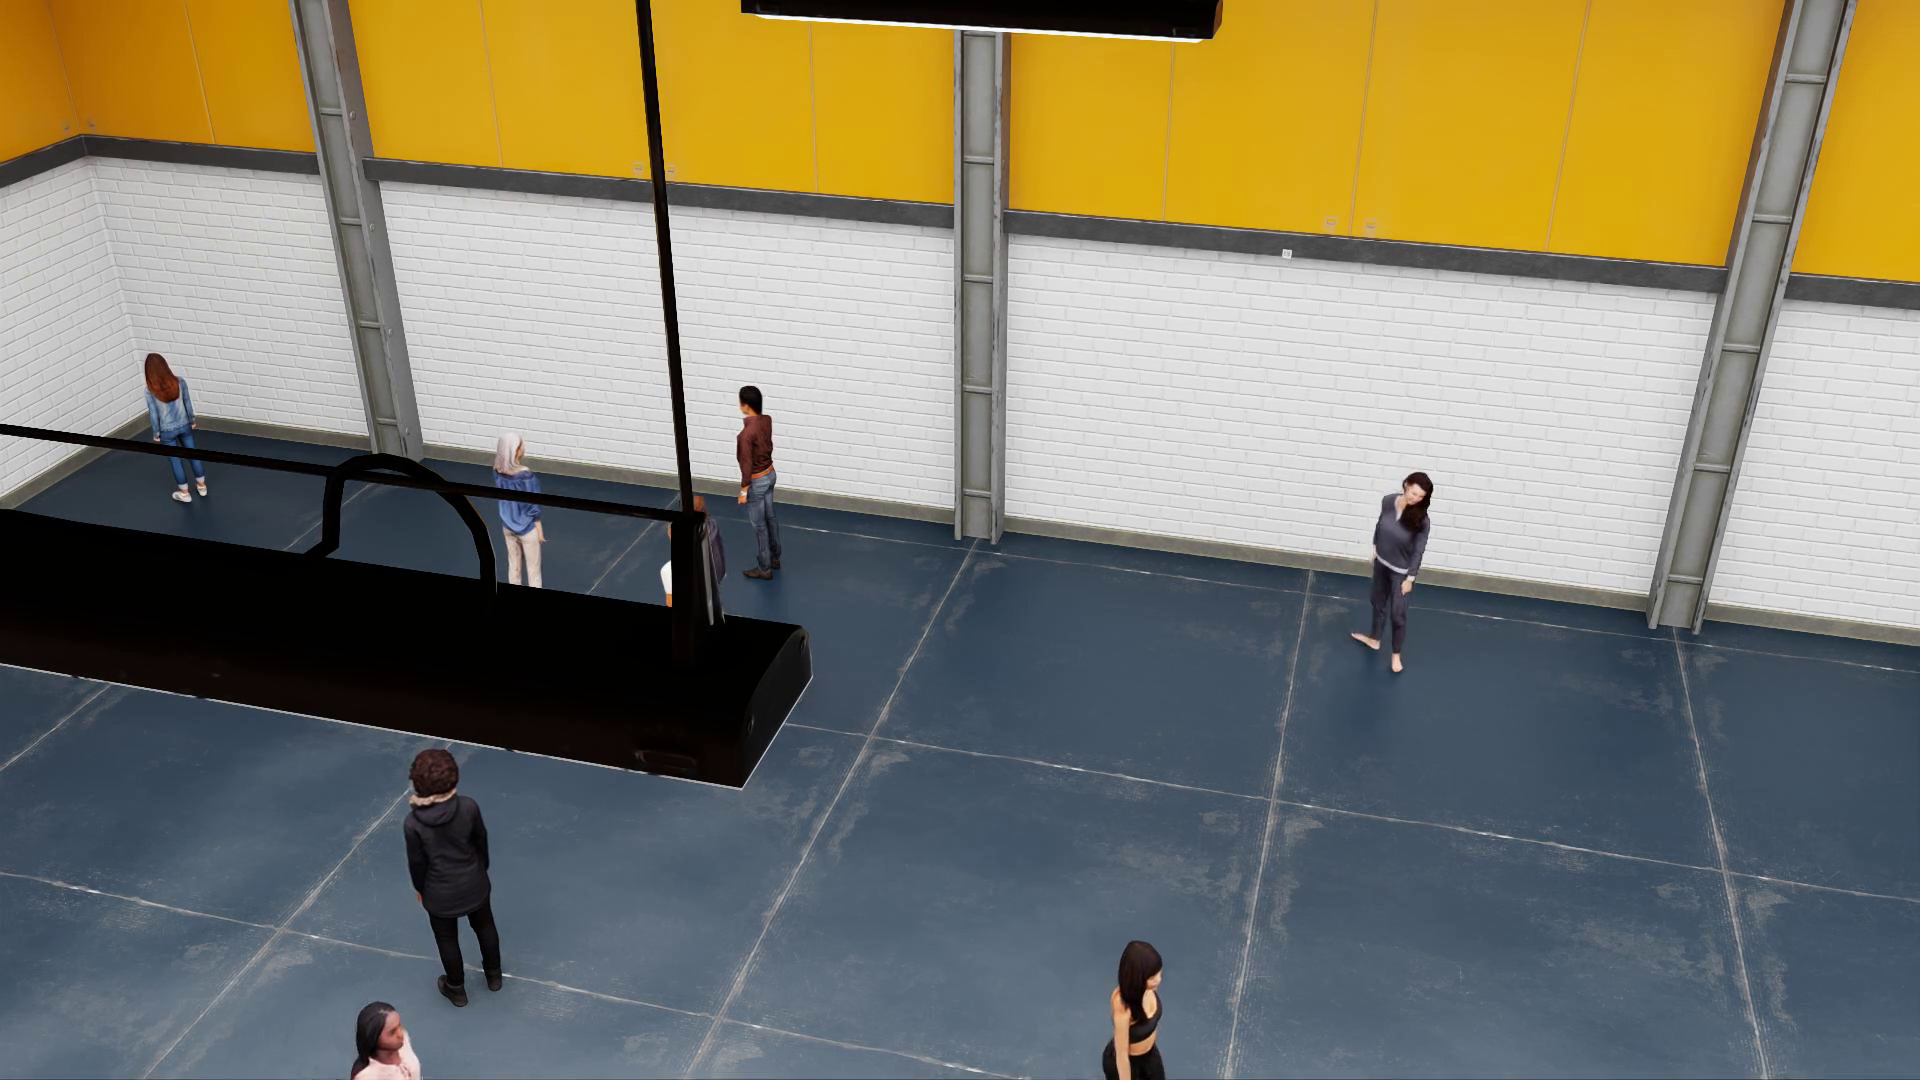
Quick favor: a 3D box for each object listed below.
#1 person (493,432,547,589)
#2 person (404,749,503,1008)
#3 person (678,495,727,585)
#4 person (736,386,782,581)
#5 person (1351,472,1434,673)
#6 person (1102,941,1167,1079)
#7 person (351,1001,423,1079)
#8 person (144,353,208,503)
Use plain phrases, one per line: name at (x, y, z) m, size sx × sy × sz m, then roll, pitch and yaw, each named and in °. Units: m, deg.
person at (-3.598, -0.104, 13.639) m, size 0.611 × 1.697 × 0.744 m, roll 18°, pitch 33°, yaw 29°
person at (-2.955, 1.977, 9.723) m, size 0.736 × 1.781 × 0.792 m, roll -17°, pitch 33°, yaw -28°
person at (-1.987, 0.311, 13.135) m, size 0.666 × 1.440 × 0.638 m, roll 23°, pitch 36°, yaw 36°
person at (-1.716, -0.498, 14.266) m, size 0.556 × 1.777 × 0.671 m, roll 11°, pitch 31°, yaw 20°
person at (3.399, 0.173, 13.068) m, size 0.885 × 1.746 × 0.782 m, roll -12°, pitch 31°, yaw -21°
person at (0.816, 2.669, 8.612) m, size 0.647 × 1.631 × 0.640 m, roll 16°, pitch 32°, yaw 27°
person at (-2.779, 2.915, 8.082) m, size 0.933 × 1.707 × 0.718 m, roll 2°, pitch 29°, yaw 4°
person at (-7.374, -1.061, 15.613) m, size 0.635 × 1.476 × 0.631 m, roll 23°, pitch 36°, yaw 36°
